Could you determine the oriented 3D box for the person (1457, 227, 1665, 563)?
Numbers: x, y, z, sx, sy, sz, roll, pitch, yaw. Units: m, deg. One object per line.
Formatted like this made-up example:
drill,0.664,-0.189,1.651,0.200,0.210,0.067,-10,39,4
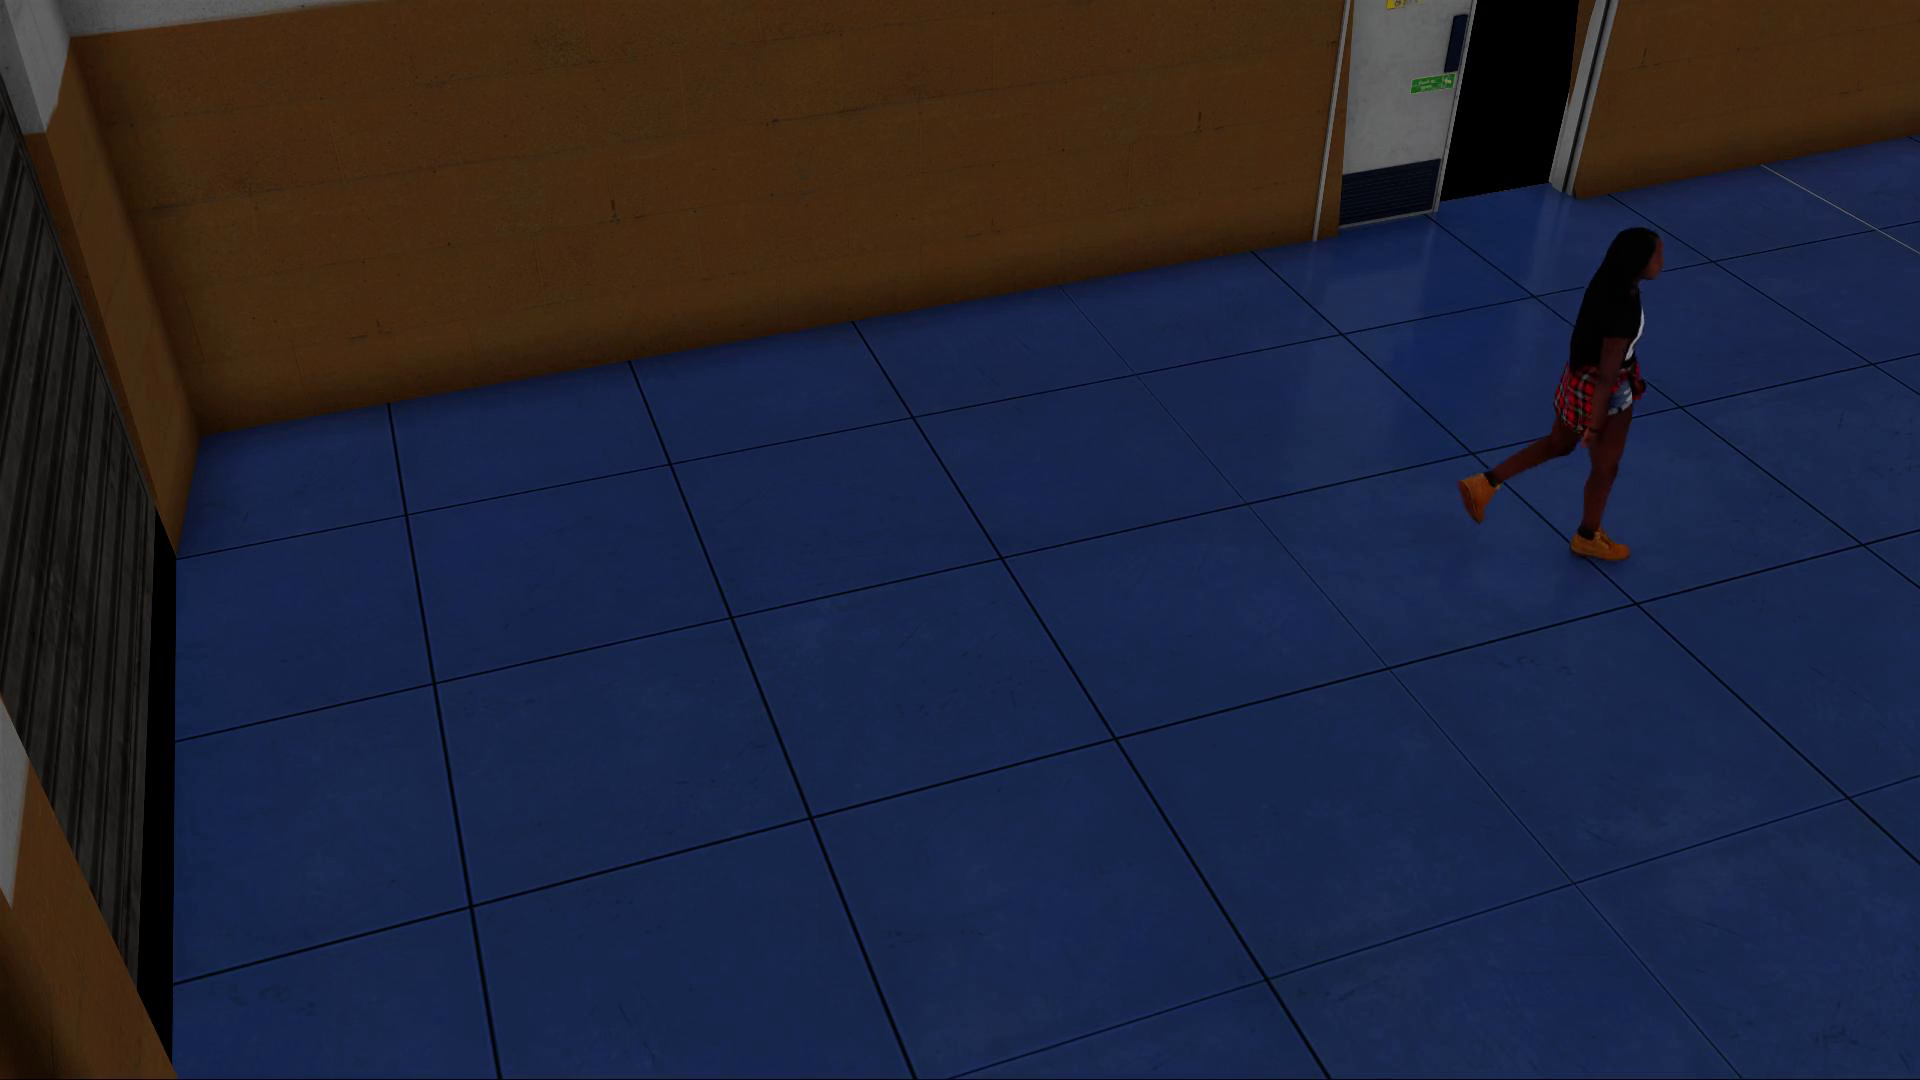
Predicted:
person,2.799,-0.645,7.590,0.950,1.703,1.089,3,37,4
